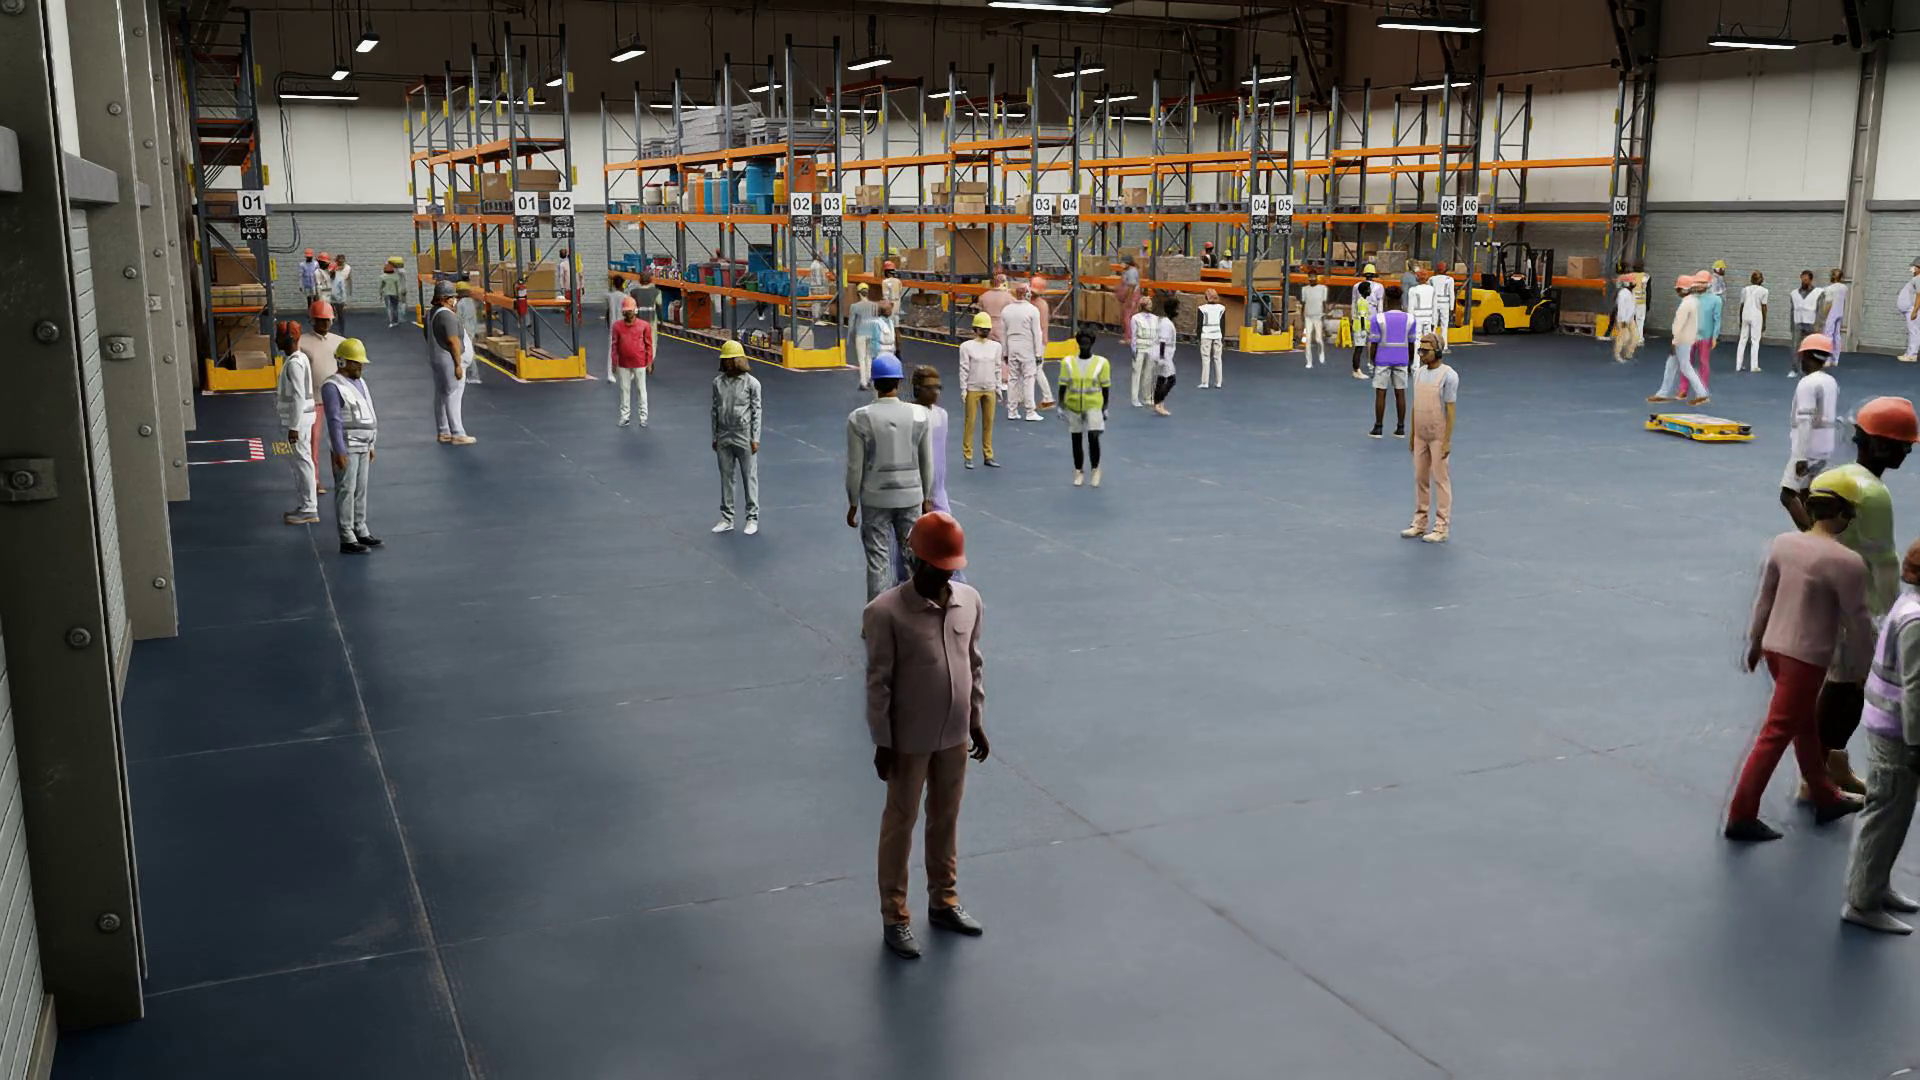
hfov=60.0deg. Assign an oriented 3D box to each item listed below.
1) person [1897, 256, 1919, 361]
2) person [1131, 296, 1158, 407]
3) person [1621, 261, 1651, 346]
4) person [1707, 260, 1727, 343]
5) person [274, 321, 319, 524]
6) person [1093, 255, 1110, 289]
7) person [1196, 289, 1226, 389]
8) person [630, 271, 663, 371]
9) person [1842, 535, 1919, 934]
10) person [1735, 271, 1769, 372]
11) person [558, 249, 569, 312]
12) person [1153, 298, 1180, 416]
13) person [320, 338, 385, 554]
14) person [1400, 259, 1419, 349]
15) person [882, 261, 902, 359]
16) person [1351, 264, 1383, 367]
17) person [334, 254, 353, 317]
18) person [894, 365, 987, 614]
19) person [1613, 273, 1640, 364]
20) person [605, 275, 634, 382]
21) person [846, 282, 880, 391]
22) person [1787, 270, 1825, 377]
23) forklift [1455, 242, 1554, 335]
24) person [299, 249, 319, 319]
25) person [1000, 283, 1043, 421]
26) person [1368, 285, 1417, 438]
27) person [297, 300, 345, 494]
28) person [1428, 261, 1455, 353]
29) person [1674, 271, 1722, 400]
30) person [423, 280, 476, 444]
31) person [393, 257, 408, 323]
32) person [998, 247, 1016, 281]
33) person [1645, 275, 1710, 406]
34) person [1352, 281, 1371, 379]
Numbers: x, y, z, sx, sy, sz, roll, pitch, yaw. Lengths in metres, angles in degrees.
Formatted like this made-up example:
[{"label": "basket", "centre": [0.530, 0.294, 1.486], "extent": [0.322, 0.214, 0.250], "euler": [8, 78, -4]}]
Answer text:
[{"label": "person", "centre": [18.571, -4.506, 32.432], "extent": [0.537, 2.000, 0.682], "euler": [5, 12, 26]}, {"label": "person", "centre": [2.751, -2.813, 24.837], "extent": [0.517, 1.645, 0.308], "euler": [-8, 14, -36]}, {"label": "person", "centre": [14.688, -5.140, 36.161], "extent": [0.633, 1.842, 0.429], "euler": [6, 13, 30]}, {"label": "person", "centre": [16.806, -5.291, 36.944], "extent": [0.404, 1.837, 0.590], "euler": [7, 13, 31]}, {"label": "person", "centre": [-6.202, -1.088, 15.510], "extent": [0.417, 1.885, 0.589], "euler": [-4, 12, -21]}, {"label": "person", "centre": [3.958, -7.151, 46.626], "extent": [0.591, 1.736, 0.431], "euler": [-8, 14, -36]}, {"label": "person", "centre": [4.124, -3.307, 27.361], "extent": [0.517, 1.639, 0.314], "euler": [-3, 12, -16]}, {"label": "person", "centre": [-5.699, -3.971, 30.232], "extent": [0.586, 1.831, 0.522], "euler": [-1, 11, -5]}, {"label": "person", "centre": [3.802, 0.767, 6.694], "extent": [0.323, 1.629, 0.534], "euler": [7, 13, 33]}, {"label": "person", "centre": [14.424, -3.974, 30.264], "extent": [0.349, 1.837, 0.502], "euler": [-8, 14, -36]}, {"label": "person", "centre": [-11.524, -7.589, 48.606], "extent": [0.429, 1.841, 0.633], "euler": [-3, 11, -14]}, {"label": "person", "centre": [2.913, -2.575, 23.527], "extent": [0.403, 1.679, 0.549], "euler": [2, 11, 9]}, {"label": "person", "centre": [-5.160, -0.800, 14.154], "extent": [0.403, 1.823, 0.588], "euler": [1, 11, 5]}, {"label": "person", "centre": [9.306, -4.831, 34.344], "extent": [0.372, 1.940, 0.629], "euler": [10, 15, 41]}, {"label": "person", "centre": [-1.386, -4.506, 32.697], "extent": [0.373, 1.934, 0.551], "euler": [7, 13, 33]}, {"label": "person", "centre": [7.678, -4.231, 31.390], "extent": [0.597, 1.911, 0.444], "euler": [7, 13, 33]}, {"label": "person", "centre": [-16.225, -6.589, 43.604], "extent": [0.584, 1.802, 0.792], "euler": [-7, 13, -33]}, {"label": "person", "centre": [-0.200, -0.322, 11.777], "extent": [0.516, 1.807, 0.831], "euler": [-9, 14, -38]}, {"label": "person", "centre": [12.815, -4.223, 31.773], "extent": [0.587, 1.729, 0.599], "euler": [-11, 16, -44]}, {"label": "person", "centre": [-5.850, -3.617, 28.485], "extent": [0.535, 1.827, 0.968], "euler": [3, 11, 13]}, {"label": "person", "centre": [-1.598, -3.329, 27.183], "extent": [0.562, 1.741, 0.583], "euler": [-6, 13, -27]}, {"label": "person", "centre": [14.952, -3.824, 29.358], "extent": [0.861, 1.889, 0.595], "euler": [-10, 15, -42]}, {"label": "forklift", "centre": [13.047, -6.049, 39.881], "extent": [2.313, 2.155, 1.214], "euler": [-5, 12, -23]}, {"label": "person", "centre": [-17.612, -6.919, 45.095], "extent": [0.579, 1.888, 0.810], "euler": [-5, 12, -22]}, {"label": "person", "centre": [0.882, -2.607, 23.119], "extent": [0.639, 1.911, 0.402], "euler": [8, 14, 36]}, {"label": "person", "centre": [5.546, -2.285, 21.356], "extent": [0.599, 1.958, 0.368], "euler": [0, 11, -2]}, {"label": "person", "centre": [-6.550, -1.470, 17.154], "extent": [0.617, 1.990, 0.399], "euler": [-9, 15, -40]}, {"label": "person", "centre": [9.893, -4.781, 34.228], "extent": [0.574, 1.885, 0.355], "euler": [8, 14, 36]}, {"label": "person", "centre": [11.336, -3.130, 25.550], "extent": [0.612, 1.997, 0.375], "euler": [9, 14, 39]}, {"label": "person", "centre": [-6.380, -2.230, 20.864], "extent": [0.536, 2.000, 0.677], "euler": [-10, 15, -42]}, {"label": "person", "centre": [-14.744, -6.548, 43.665], "extent": [0.517, 1.717, 0.465], "euler": [4, 12, 18]}, {"label": "person", "centre": [1.365, -7.817, 49.700], "extent": [0.595, 1.878, 0.933], "euler": [-6, 12, -26]}, {"label": "person", "centre": [10.866, -2.990, 24.957], "extent": [0.926, 1.957, 0.624], "euler": [7, 13, 32]}, {"label": "person", "centre": [6.994, -3.650, 28.956], "extent": [0.322, 1.697, 0.532], "euler": [2, 11, 11]}]
